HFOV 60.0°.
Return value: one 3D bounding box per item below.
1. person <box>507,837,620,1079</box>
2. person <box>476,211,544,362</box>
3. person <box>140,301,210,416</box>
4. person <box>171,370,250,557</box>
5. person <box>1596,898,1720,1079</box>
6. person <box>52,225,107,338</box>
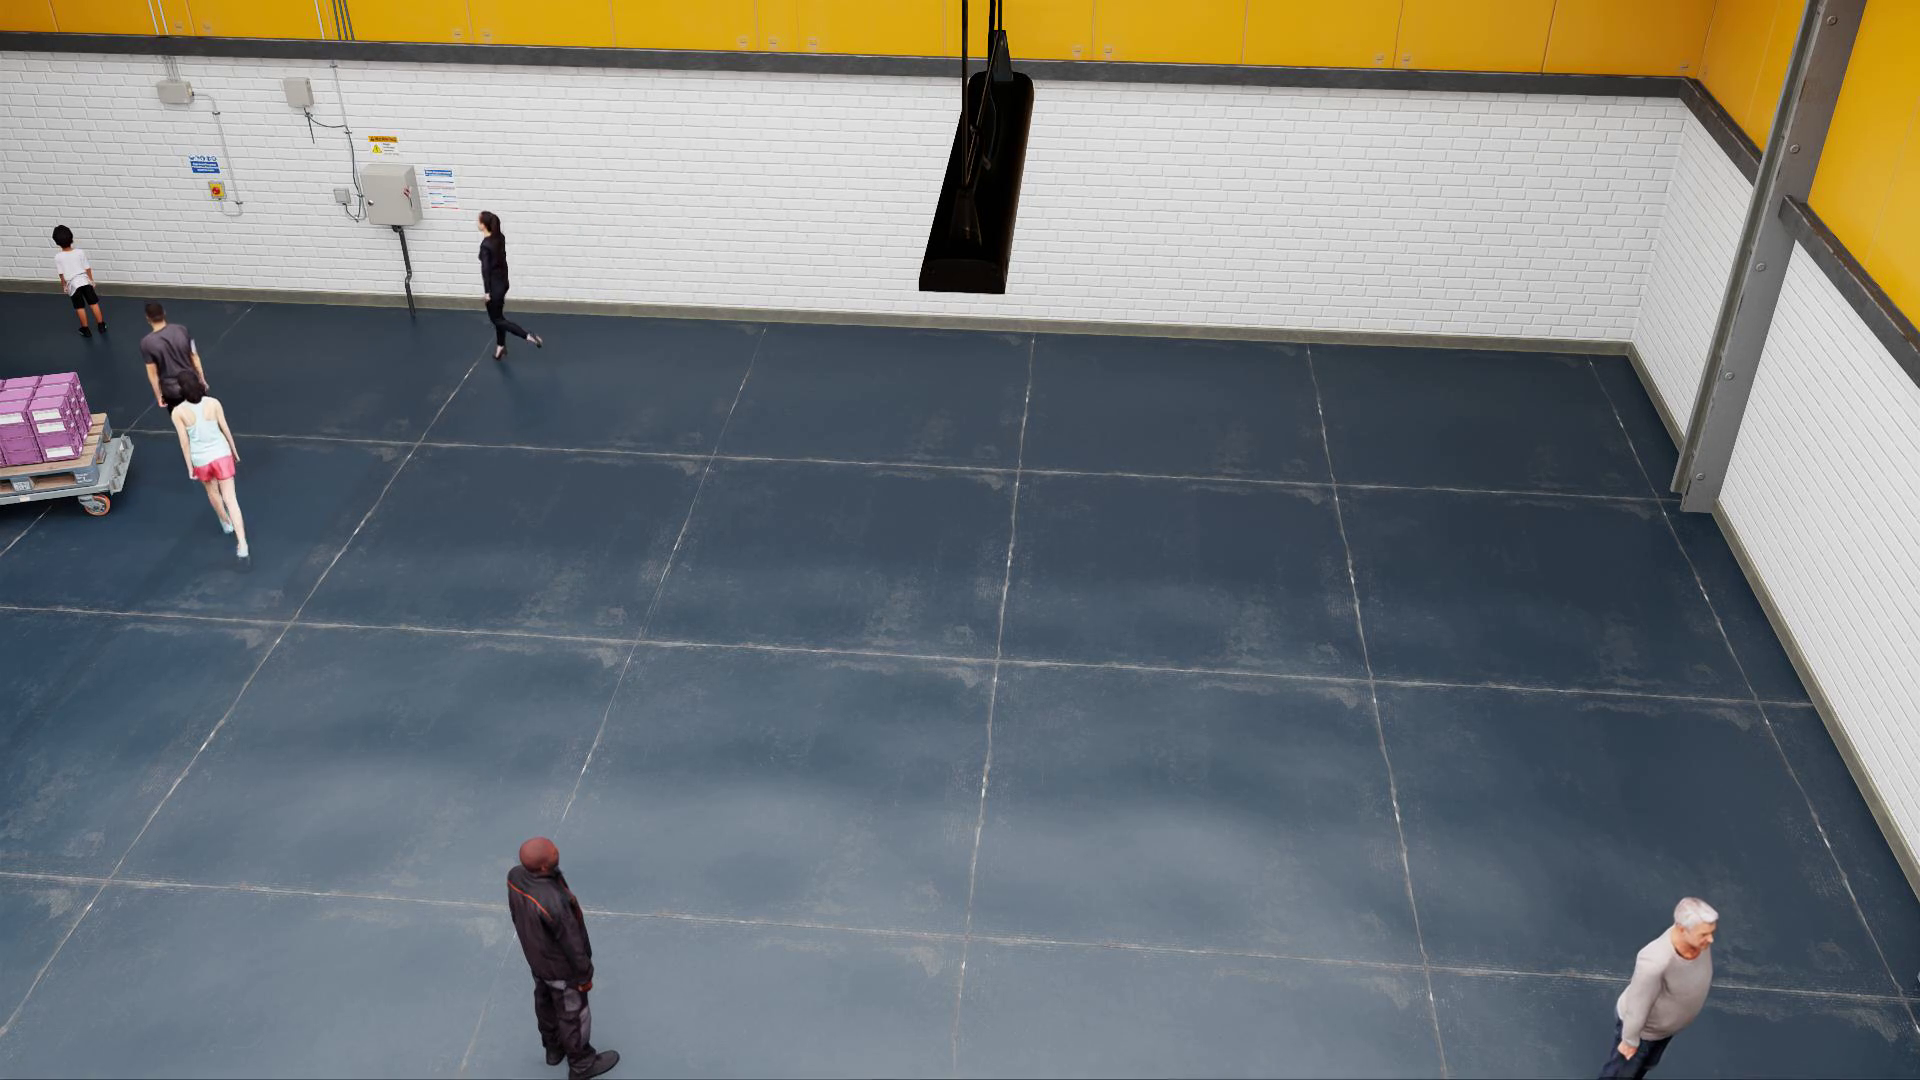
[{"bbox_3d":[-2.378,2.428,9.711,0.796,1.825,0.810,25,41,32],"label":"person"},{"bbox_3d":[-4.788,-2.615,17.413,0.721,1.697,0.853,8,34,11],"label":"person"},{"bbox_3d":[-7.235,-1.388,15.520,0.986,1.749,1.061,-23,40,-31],"label":"person"},{"bbox_3d":[-6.454,-0.636,14.407,1.037,1.727,1.232,-17,37,-24],"label":"person"},{"bbox_3d":[3.844,2.673,9.264,0.828,1.910,0.868,-21,39,-28],"label":"person"},{"bbox_3d":[-9.619,-2.829,18.127,0.582,1.262,0.639,-23,40,-31],"label":"person"}]
